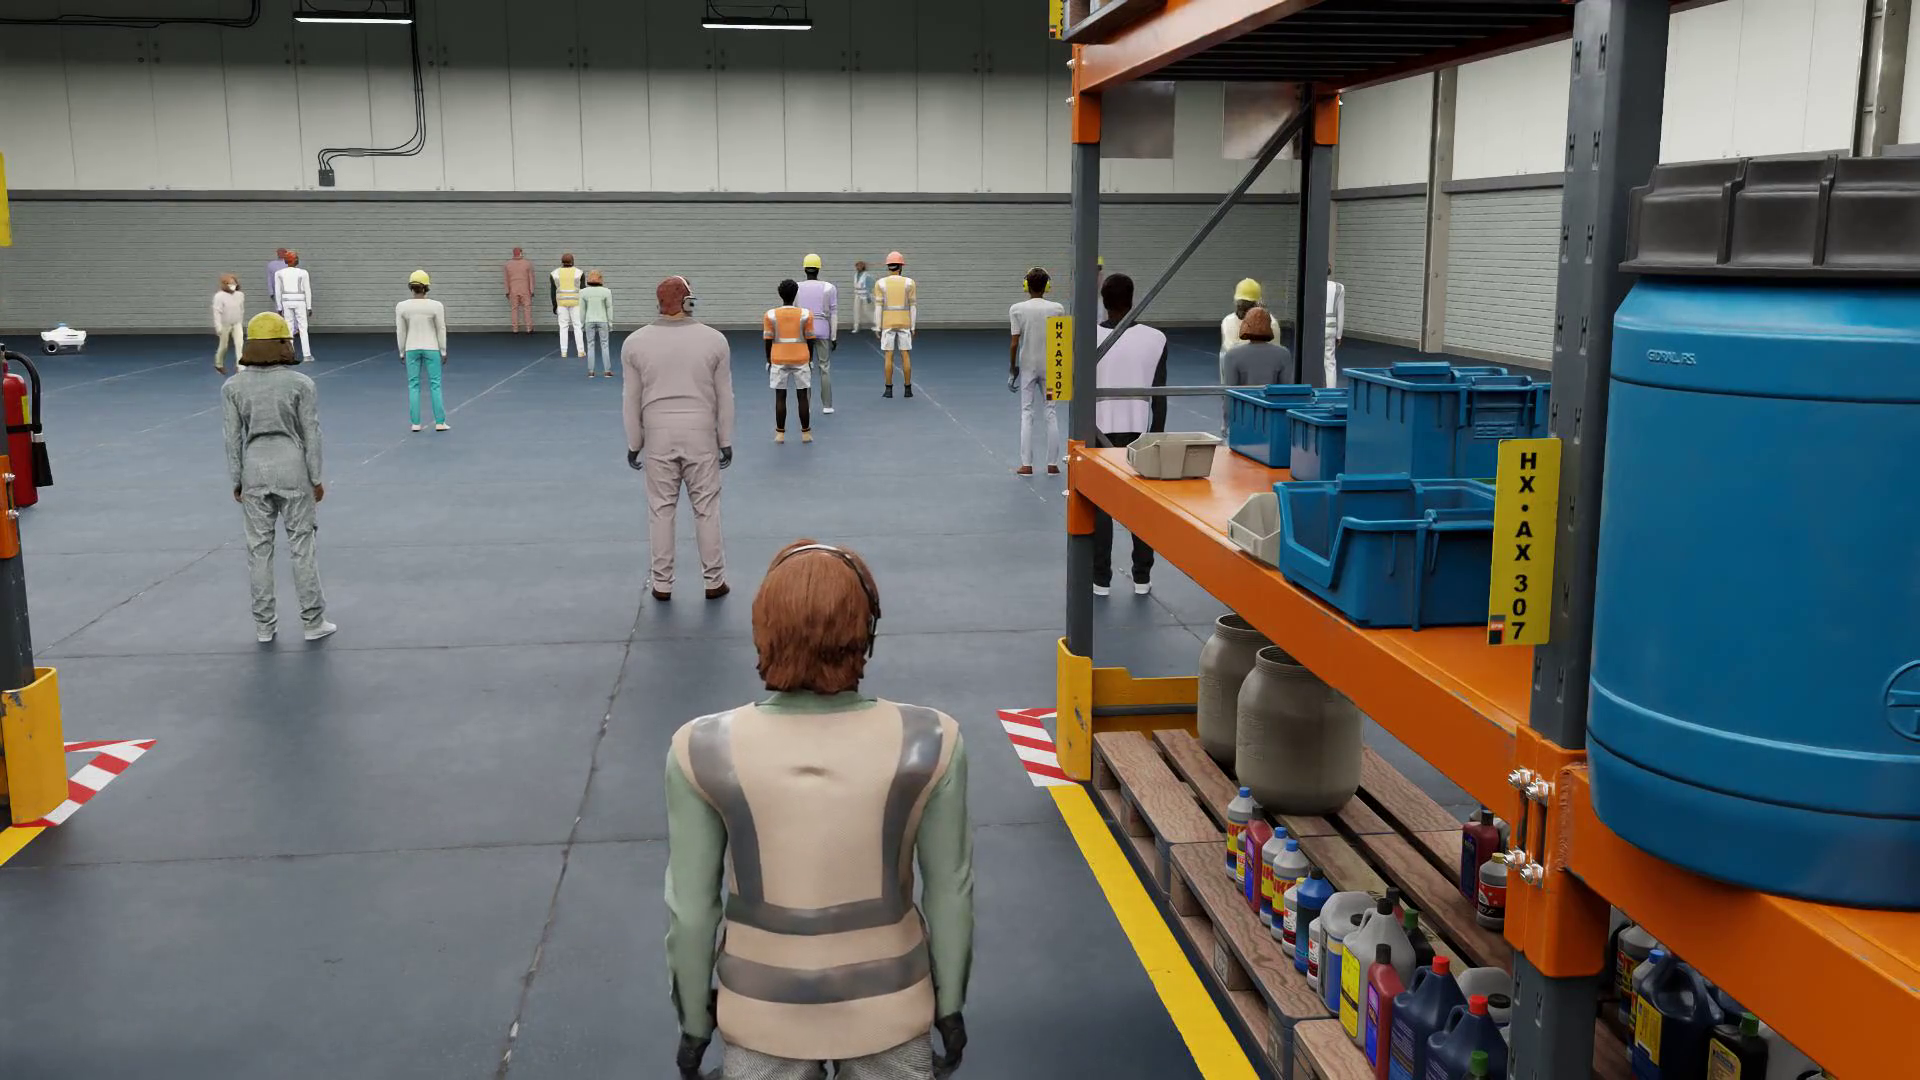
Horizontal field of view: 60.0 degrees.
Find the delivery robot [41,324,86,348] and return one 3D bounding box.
[{"bbox_3d":[-16.271,-3.684,30.188,0.707,0.478,0.477,-7,13,-33],"label":"delivery robot"}]

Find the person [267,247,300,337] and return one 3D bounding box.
[{"bbox_3d":[-14.458,-5.304,35.614,0.643,1.910,0.400,-1,10,-5],"label":"person"}]

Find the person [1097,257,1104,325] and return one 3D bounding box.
[{"bbox_3d":[2.797,-5.171,35.419,0.839,1.718,0.571,9,14,41],"label":"person"}]

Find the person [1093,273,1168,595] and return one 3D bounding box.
[{"bbox_3d":[0.939,-0.618,9.906,0.590,1.916,0.399,-1,10,-5],"label":"person"}]

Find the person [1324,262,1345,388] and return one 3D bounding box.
[{"bbox_3d":[4.390,-2.495,20.283,0.575,1.883,0.362,-1,10,-5],"label":"person"}]

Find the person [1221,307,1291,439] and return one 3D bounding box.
[{"bbox_3d":[2.125,-0.854,11.971,0.500,1.633,0.286,-1,10,-5],"label":"person"}]

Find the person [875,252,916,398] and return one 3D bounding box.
[{"bbox_3d":[-0.857,-2.854,22.112,0.546,1.934,0.376,-1,10,-5],"label":"person"}]

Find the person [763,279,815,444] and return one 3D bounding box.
[{"bbox_3d":[-1.756,-1.833,17.163,0.535,1.697,0.322,-1,10,-5],"label":"person"}]

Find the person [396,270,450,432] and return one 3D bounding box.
[{"bbox_3d":[-5.897,-2.067,18.257,0.525,1.769,0.327,-1,10,-5],"label":"person"}]

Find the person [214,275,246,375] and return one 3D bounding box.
[{"bbox_3d":[-11.221,-3.281,25.466,0.881,1.570,0.507,9,14,40],"label":"person"}]

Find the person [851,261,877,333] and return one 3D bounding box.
[{"bbox_3d":[-2.125,-5.426,37.131,0.553,1.599,0.733,8,13,38],"label":"person"}]

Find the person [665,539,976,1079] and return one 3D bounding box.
[{"bbox_3d":[-0.229,0.816,2.796,0.515,1.641,0.314,-1,10,-5],"label":"person"}]

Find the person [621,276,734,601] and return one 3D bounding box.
[{"bbox_3d":[-1.645,-0.589,9.782,0.643,1.905,0.400,-1,10,-5],"label":"person"}]

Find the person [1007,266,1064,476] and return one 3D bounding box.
[{"bbox_3d":[0.678,-1.502,14.873,0.521,1.873,0.336,-1,10,-5],"label":"person"}]

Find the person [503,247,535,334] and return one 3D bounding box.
[{"bbox_3d":[-9.676,-5.474,36.560,0.643,1.905,0.400,-1,10,-5],"label":"person"}]

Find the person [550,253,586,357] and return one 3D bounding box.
[{"bbox_3d":[-6.957,-4.178,29.625,0.624,1.845,0.430,-1,10,-5],"label":"person"}]

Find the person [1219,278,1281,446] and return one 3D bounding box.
[{"bbox_3d":[2.560,-1.392,14.517,0.628,1.790,0.802,8,13,38],"label":"person"}]

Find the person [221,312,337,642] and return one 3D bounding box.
[{"bbox_3d":[-3.609,-0.328,8.799,0.486,1.740,0.313,-1,10,-5],"label":"person"}]

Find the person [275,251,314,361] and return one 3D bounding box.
[{"bbox_3d":[-11.402,-3.993,28.497,0.575,1.883,0.362,-1,10,-5],"label":"person"}]

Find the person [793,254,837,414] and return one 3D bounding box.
[{"bbox_3d":[-1.769,-2.470,20.023,0.588,1.928,0.384,-1,10,-5],"label":"person"}]

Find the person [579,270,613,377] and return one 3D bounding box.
[{"bbox_3d":[-5.536,-3.290,25.322,0.500,1.633,0.286,-1,10,-5],"label":"person"}]
